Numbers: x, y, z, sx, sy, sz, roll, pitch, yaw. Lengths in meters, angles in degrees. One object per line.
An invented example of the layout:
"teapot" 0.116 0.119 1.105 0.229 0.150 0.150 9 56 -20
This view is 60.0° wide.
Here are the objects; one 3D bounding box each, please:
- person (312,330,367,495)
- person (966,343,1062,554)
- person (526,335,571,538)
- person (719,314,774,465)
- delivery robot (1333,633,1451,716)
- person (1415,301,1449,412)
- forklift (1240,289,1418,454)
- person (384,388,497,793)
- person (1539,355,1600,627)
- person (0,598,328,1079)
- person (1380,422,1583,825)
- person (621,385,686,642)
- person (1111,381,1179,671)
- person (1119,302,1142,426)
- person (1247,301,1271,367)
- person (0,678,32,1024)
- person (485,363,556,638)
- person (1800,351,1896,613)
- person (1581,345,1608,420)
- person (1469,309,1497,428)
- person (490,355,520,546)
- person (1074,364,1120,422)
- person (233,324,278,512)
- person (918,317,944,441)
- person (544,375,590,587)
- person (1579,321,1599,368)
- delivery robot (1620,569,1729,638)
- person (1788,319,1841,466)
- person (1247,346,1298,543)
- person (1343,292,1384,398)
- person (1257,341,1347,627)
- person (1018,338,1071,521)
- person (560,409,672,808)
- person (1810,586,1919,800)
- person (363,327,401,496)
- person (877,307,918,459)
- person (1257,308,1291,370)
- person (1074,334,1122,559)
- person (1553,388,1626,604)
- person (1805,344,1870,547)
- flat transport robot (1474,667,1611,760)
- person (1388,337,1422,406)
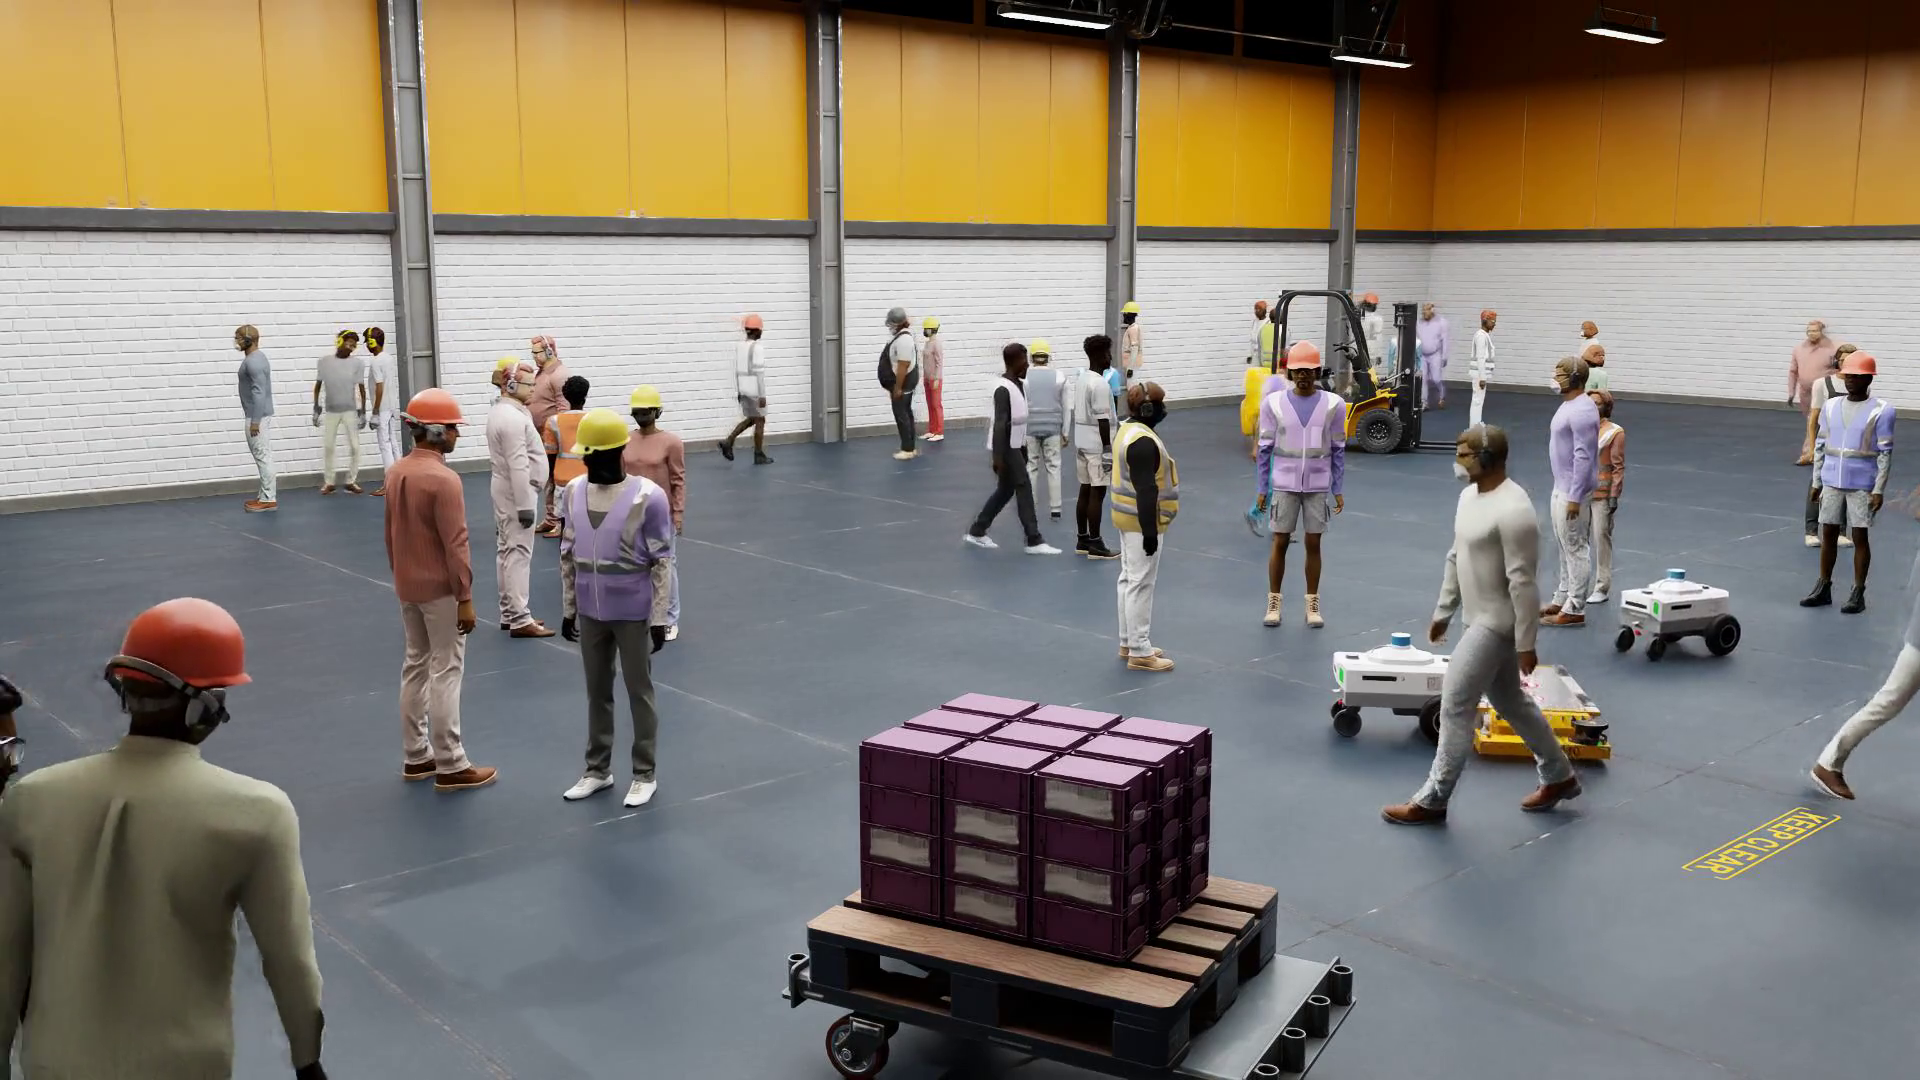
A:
"person" -6.872 -1.407 18.412 0.596 1.833 0.401 -3 10 -15
"person" 0.459 -0.818 14.811 0.901 1.883 0.607 2 10 14
"person" -3.870 -0.972 15.642 0.407 1.903 0.639 -6 12 -33
"person" -2.682 -1.885 20.946 0.633 1.920 0.556 -8 13 -40
"delivery robot" 2.425 0.756 9.181 0.707 0.478 0.477 1 10 9
"person" 7.979 -3.112 28.215 0.657 1.884 0.522 7 12 36
"forklift" 5.034 -2.339 22.783 2.313 2.155 1.214 3 10 16
"person" -2.592 0.244 8.255 0.622 1.989 0.399 9 13 41
"person" 4.344 -0.343 11.845 0.379 1.940 0.629 2 10 11
"person" -1.686 1.094 3.525 0.626 1.902 1.085 1 10 4
"person" 2.502 0.391 7.724 0.979 1.896 0.632 0 10 1
"person" -2.134 -0.179 11.394 0.533 1.765 0.323 2 10 12
"person" 1.185 -0.094 10.665 0.429 1.846 0.625 -1 10 -3
"person" 2.659 -2.735 25.872 0.353 1.930 0.594 1 10 5
"person" 5.177 -3.151 28.469 0.399 1.872 0.604 -4 11 -24
"person" -2.094 1.163 3.404 0.926 1.810 0.533 1 10 7
"person" -3.057 -0.277 11.574 0.404 1.903 0.636 -4 11 -24
"person" 6.596 -0.431 12.353 0.346 1.942 0.550 -7 12 -36
"person" 7.188 -1.411 18.986 0.282 1.632 0.507 -5 11 -25
"person" 7.380 -2.302 23.509 0.359 1.873 0.573 3 10 19
"person" -4.097 -0.814 15.180 0.301 1.742 0.484 1 10 3
"person" 1.590 -1.466 19.133 0.544 1.684 0.557 5 11 26
"person" -7.288 -1.260 17.218 0.356 1.936 0.638 -4 10 -21
"person" -0.409 -2.299 23.802 0.315 1.768 0.526 -4 11 -23
"person" -3.026 -0.459 13.232 0.540 1.696 0.320 0 10 2
"person" 9.785 -2.601 25.958 0.273 1.631 0.507 -1 10 -7
"delivery robot" 4.740 0.435 11.038 0.707 0.478 0.477 -4 10 -25
"person" 10.921 -1.882 21.149 0.986 1.852 0.675 -6 12 -33
"person" 2.962 -0.877 15.298 0.598 1.822 0.462 -6 11 -32
"person" 6.960 -3.246 28.629 0.756 2.024 0.610 -8 13 -40
"person" 2.417 -0.386 11.791 0.615 2.041 0.385 1 10 7
"person" 0.800 -1.093 16.554 0.600 1.827 0.404 -1 10 -4
"person" -1.666 0.326 7.984 0.585 1.920 0.383 4 10 21
"person" 4.625 0.516 7.917 0.512 1.572 0.960 -9 13 -44
"person" -6.373 -1.412 18.330 0.327 1.865 0.517 0 10 2
"person" -0.807 -2.089 21.768 0.546 2.000 0.856 0 10 -2
"person" 4.895 -2.673 25.765 0.429 1.846 0.625 -8 12 -39
"person" 1.193 -0.817 14.539 0.367 1.967 0.607 -3 10 -17
"person" 4.827 -0.343 12.706 0.306 1.645 0.522 -5 11 -29
"person" 7.958 -0.850 15.085 0.506 1.847 0.343 1 10 4
"flat transport robot" 3.149 0.922 9.316 0.652 0.197 1.431 2 10 9
"person" 6.980 -2.615 26.101 0.517 1.611 0.728 2 10 11
